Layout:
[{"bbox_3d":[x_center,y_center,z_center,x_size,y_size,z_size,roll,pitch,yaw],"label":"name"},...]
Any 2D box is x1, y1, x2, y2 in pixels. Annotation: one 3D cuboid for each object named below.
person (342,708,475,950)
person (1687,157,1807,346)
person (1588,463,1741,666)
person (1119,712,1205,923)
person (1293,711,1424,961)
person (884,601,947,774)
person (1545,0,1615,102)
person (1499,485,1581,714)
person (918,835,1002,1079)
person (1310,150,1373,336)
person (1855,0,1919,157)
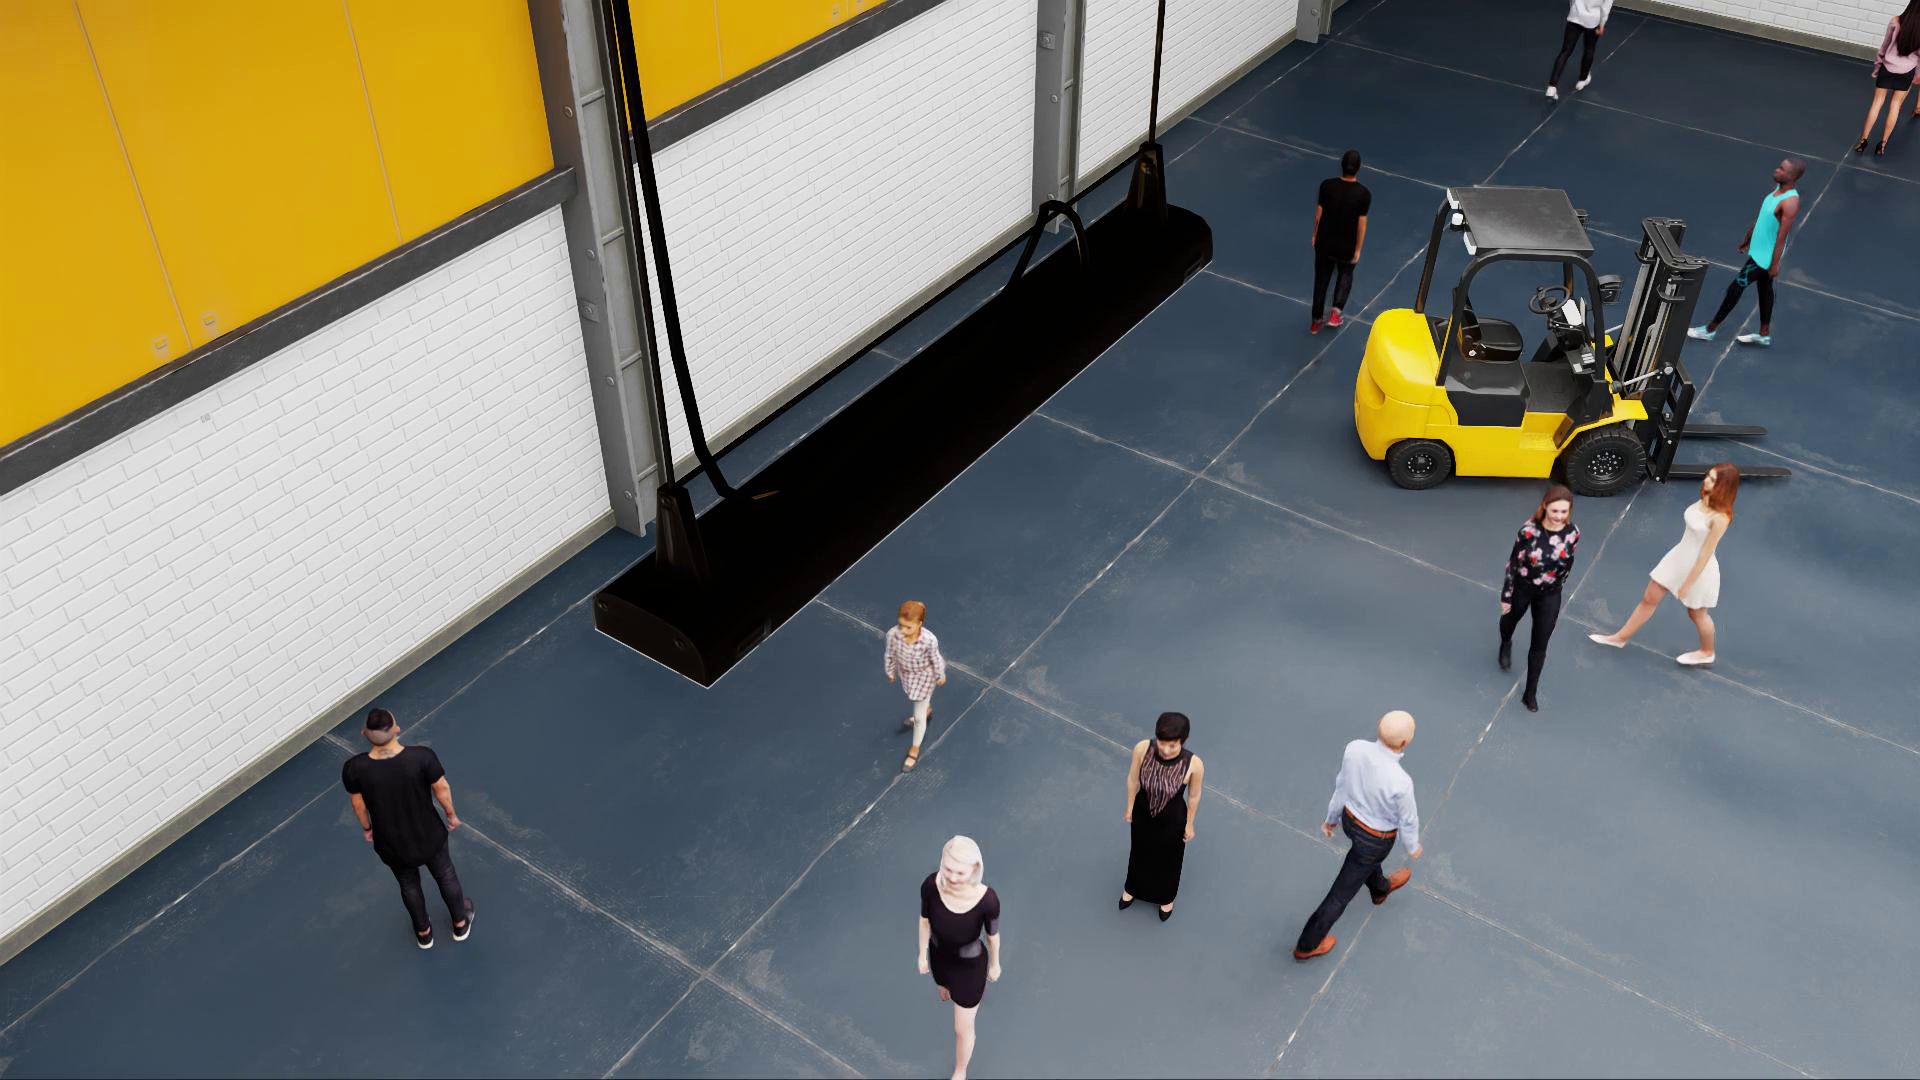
[{"bbox_3d":[-3.117,1.603,9.395,0.749,1.860,0.829,-10,40,-12],"label":"person"},{"bbox_3d":[7.155,-2.479,14.570,0.923,1.780,1.026,9,39,11],"label":"person"},{"bbox_3d":[5.059,0.205,11.298,1.007,1.669,1.087,2,39,3],"label":"person"},{"bbox_3d":[1.166,1.578,9.629,0.623,1.607,0.582,14,41,17],"label":"person"},{"bbox_3d":[2.228,1.712,9.353,1.298,1.742,1.006,-20,43,-23],"label":"person"},{"bbox_3d":[-0.263,0.836,10.822,0.610,1.277,0.857,19,42,22],"label":"person"},{"bbox_3d":[6.989,-5.858,18.714,0.683,1.888,1.241,25,45,28],"label":"person"},{"bbox_3d":[3.859,0.271,11.233,0.886,1.646,1.092,4,39,5],"label":"person"},{"bbox_3d":[0.021,2.147,8.757,0.789,1.805,1.146,12,40,15],"label":"person"},{"bbox_3d":[3.317,-2.586,14.733,0.701,1.744,0.696,13,41,16],"label":"person"},{"bbox_3d":[9.933,-4.948,17.636,0.649,1.811,0.574,17,42,20],"label":"person"}]
